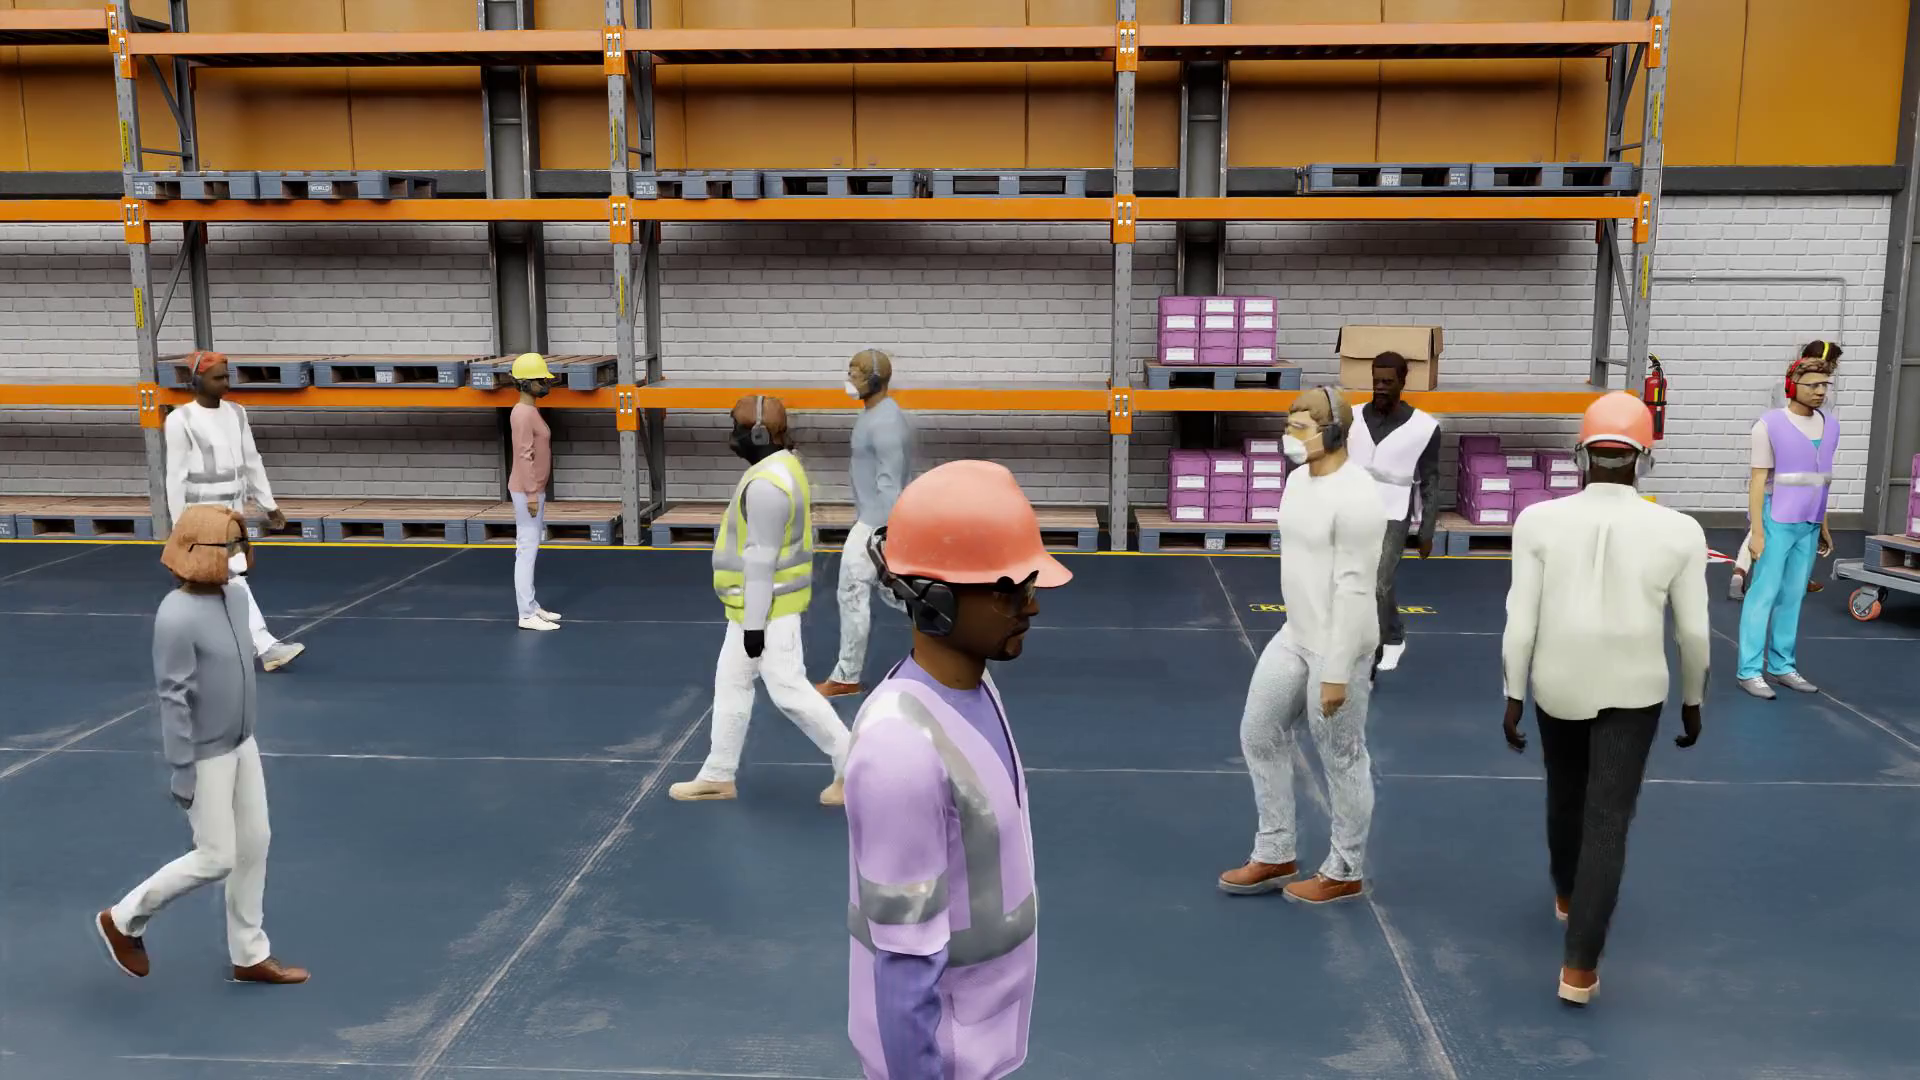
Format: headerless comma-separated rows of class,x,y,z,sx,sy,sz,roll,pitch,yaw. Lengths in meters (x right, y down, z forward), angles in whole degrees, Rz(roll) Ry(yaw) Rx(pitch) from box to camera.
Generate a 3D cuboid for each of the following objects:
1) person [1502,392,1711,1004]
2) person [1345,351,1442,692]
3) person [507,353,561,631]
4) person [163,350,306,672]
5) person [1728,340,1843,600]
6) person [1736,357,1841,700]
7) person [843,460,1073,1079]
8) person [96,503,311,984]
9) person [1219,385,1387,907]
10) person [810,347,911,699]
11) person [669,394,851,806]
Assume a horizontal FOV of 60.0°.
person,2.149,0.480,5.542,0.636,1.934,1.050,5,11,25
person,2.360,-0.122,9.259,0.586,1.879,1.001,7,12,36
person,-2.729,-0.310,10.659,0.314,1.769,0.524,-2,10,-10
person,-4.197,-0.162,9.575,0.964,1.830,0.600,2,10,13
person,5.725,-0.481,11.515,0.928,1.821,0.556,-5,11,-29
person,4.485,-0.071,9.025,0.567,1.844,0.377,-4,10,-22
person,0.001,0.873,2.920,0.379,2.041,0.616,1,10,8
person,-2.454,0.676,5.335,0.550,1.617,0.496,1,10,3
person,1.206,0.407,5.994,0.668,1.921,0.655,-3,10,-14
person,-0.361,-0.089,8.976,0.916,1.909,0.638,-1,10,-4
person,-0.787,0.271,7.152,0.917,1.806,0.631,0,10,-2
